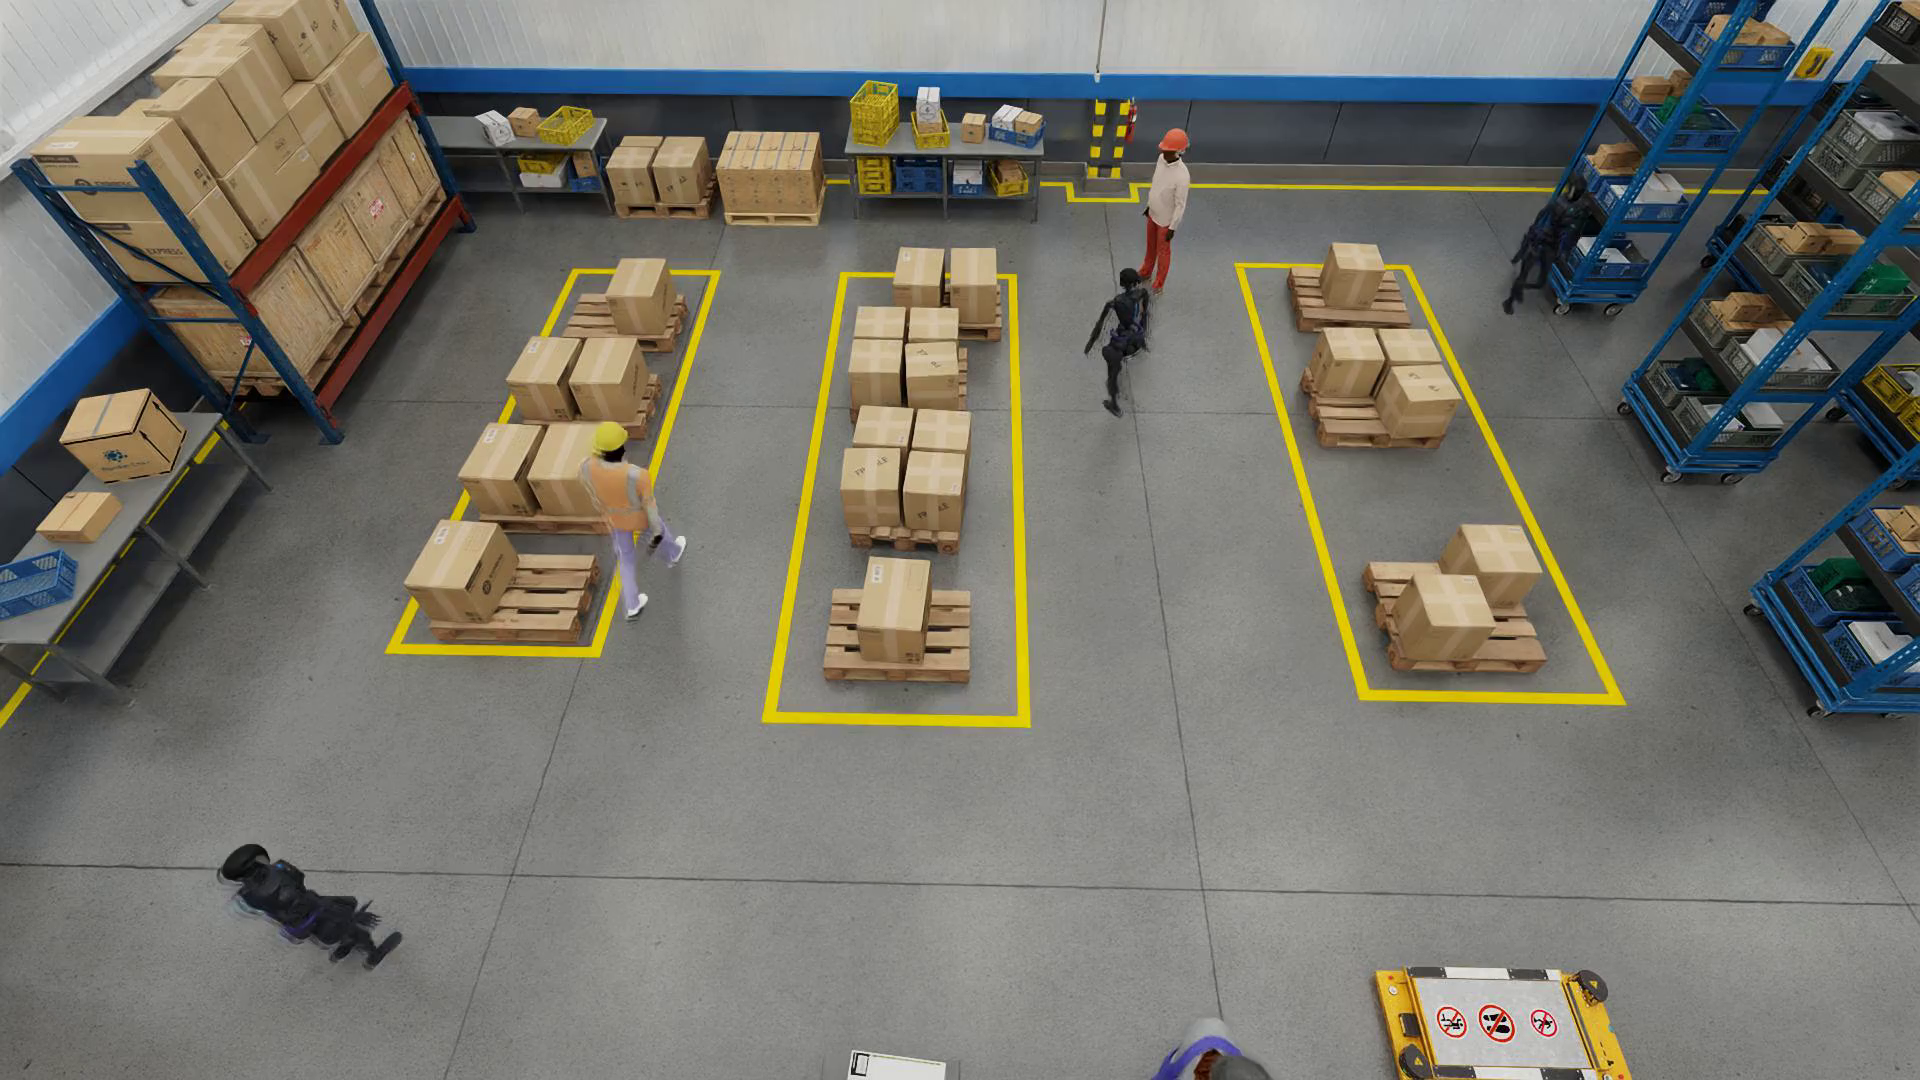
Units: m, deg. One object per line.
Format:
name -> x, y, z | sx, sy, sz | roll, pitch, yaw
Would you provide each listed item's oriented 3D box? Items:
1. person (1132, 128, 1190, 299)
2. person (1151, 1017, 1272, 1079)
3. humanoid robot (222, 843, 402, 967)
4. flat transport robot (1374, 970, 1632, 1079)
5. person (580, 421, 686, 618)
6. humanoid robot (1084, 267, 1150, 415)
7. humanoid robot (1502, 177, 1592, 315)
person -> 2.280, -3.677, 10.370 | 0.377, 1.996, 0.612 | -17, 53, -13
person -> 1.287, 3.037, 4.868 | 0.537, 2.000, 0.683 | 13, 52, 11
humanoid robot -> -3.983, 2.269, 5.725 | 0.600, 1.645, 0.416 | 26, 55, 19
flat transport robot -> 3.501, 3.133, 5.914 | 1.431, 0.197, 0.652 | 1, 51, 1
person -> -2.744, -0.199, 7.613 | 0.591, 1.877, 0.972 | 4, 51, 3
humanoid robot -> 1.585, -2.030, 9.237 | 0.590, 1.643, 0.576 | -25, 55, -19
humanoid robot -> 6.560, -3.288, 10.255 | 0.620, 1.643, 0.366 | 4, 51, 3
